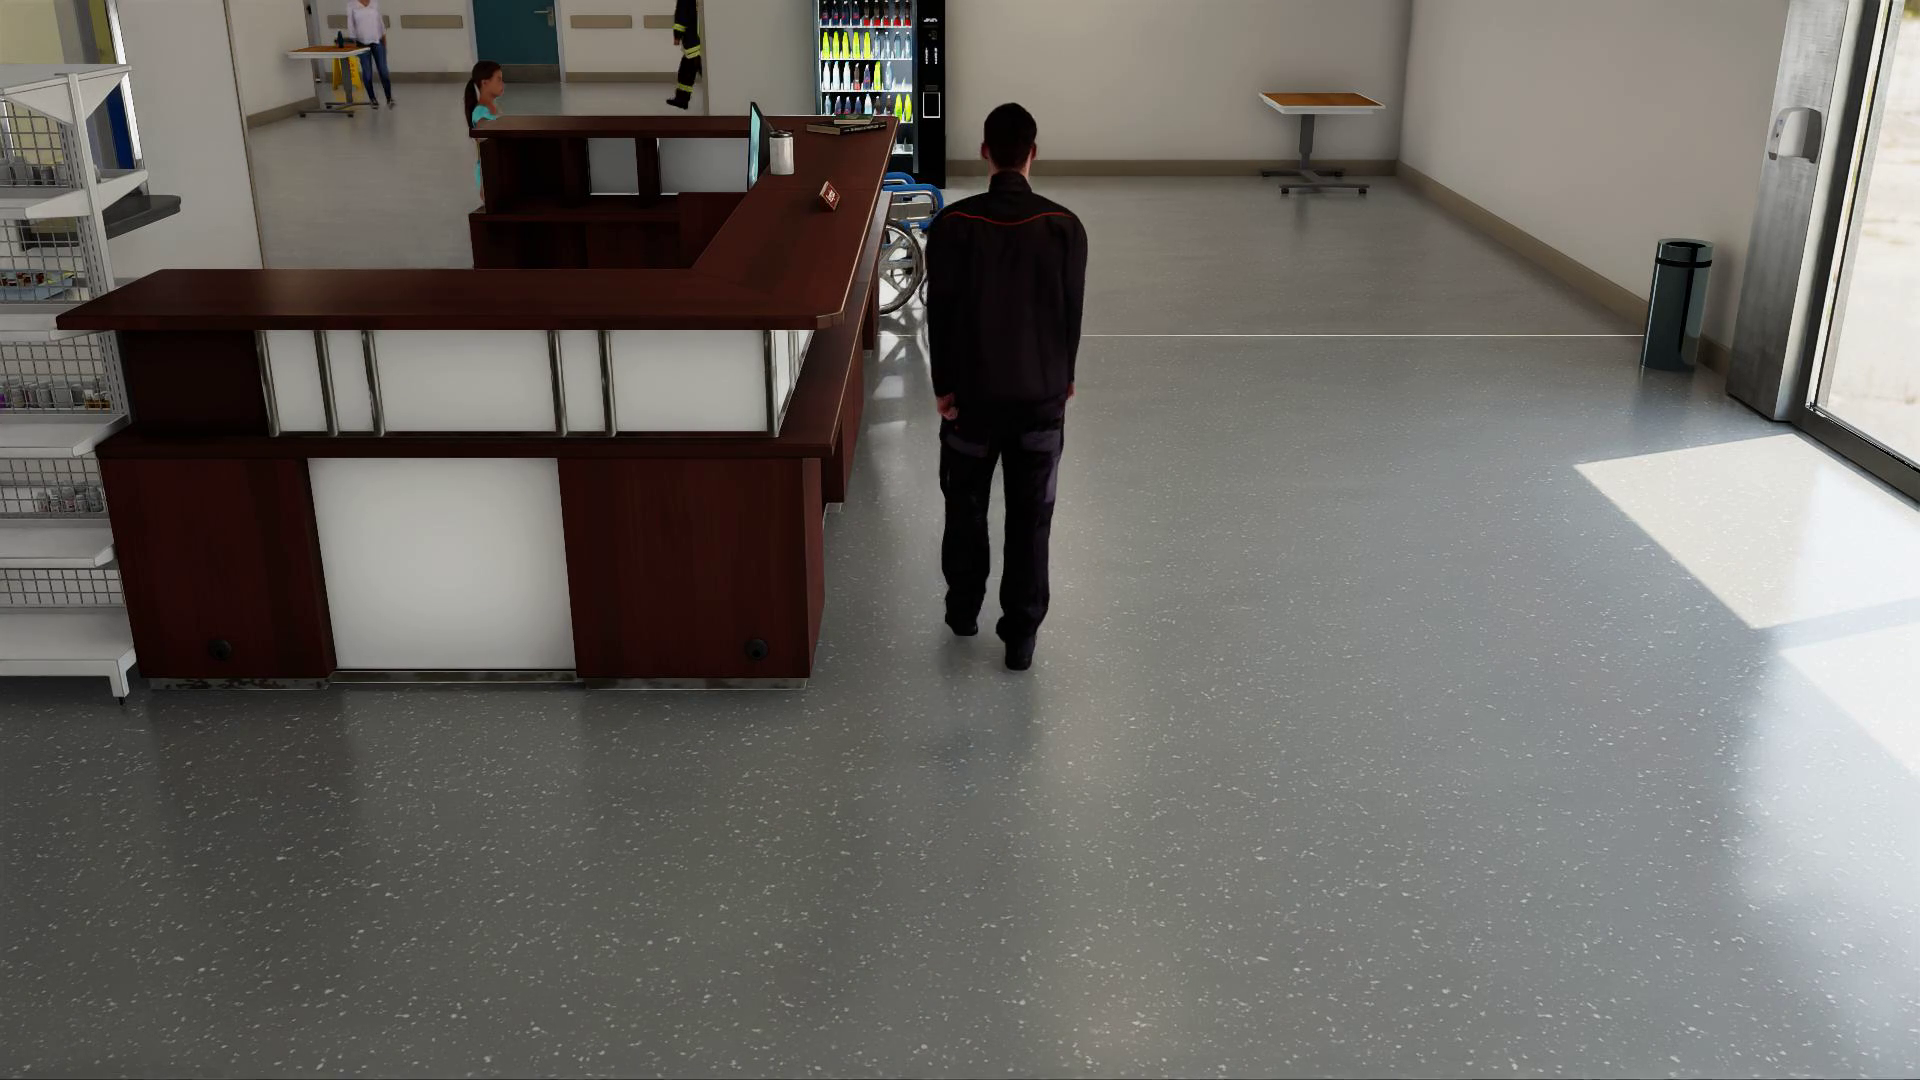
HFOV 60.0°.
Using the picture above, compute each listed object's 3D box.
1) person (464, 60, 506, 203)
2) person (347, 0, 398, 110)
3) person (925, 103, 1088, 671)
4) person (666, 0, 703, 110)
[{"bbox_3d":[-3.229,-2.452,11.300,0.608,1.550,0.571,-2,21,-5],"label":"person"},{"bbox_3d":[-7.799,-6.527,21.883,1.074,1.674,1.014,-12,24,-29],"label":"person"},{"bbox_3d":[0.153,-0.460,5.554,0.613,1.895,0.755,2,21,4],"label":"person"},{"bbox_3d":[-3.320,-6.451,21.397,1.341,1.877,0.992,6,22,15],"label":"person"}]
